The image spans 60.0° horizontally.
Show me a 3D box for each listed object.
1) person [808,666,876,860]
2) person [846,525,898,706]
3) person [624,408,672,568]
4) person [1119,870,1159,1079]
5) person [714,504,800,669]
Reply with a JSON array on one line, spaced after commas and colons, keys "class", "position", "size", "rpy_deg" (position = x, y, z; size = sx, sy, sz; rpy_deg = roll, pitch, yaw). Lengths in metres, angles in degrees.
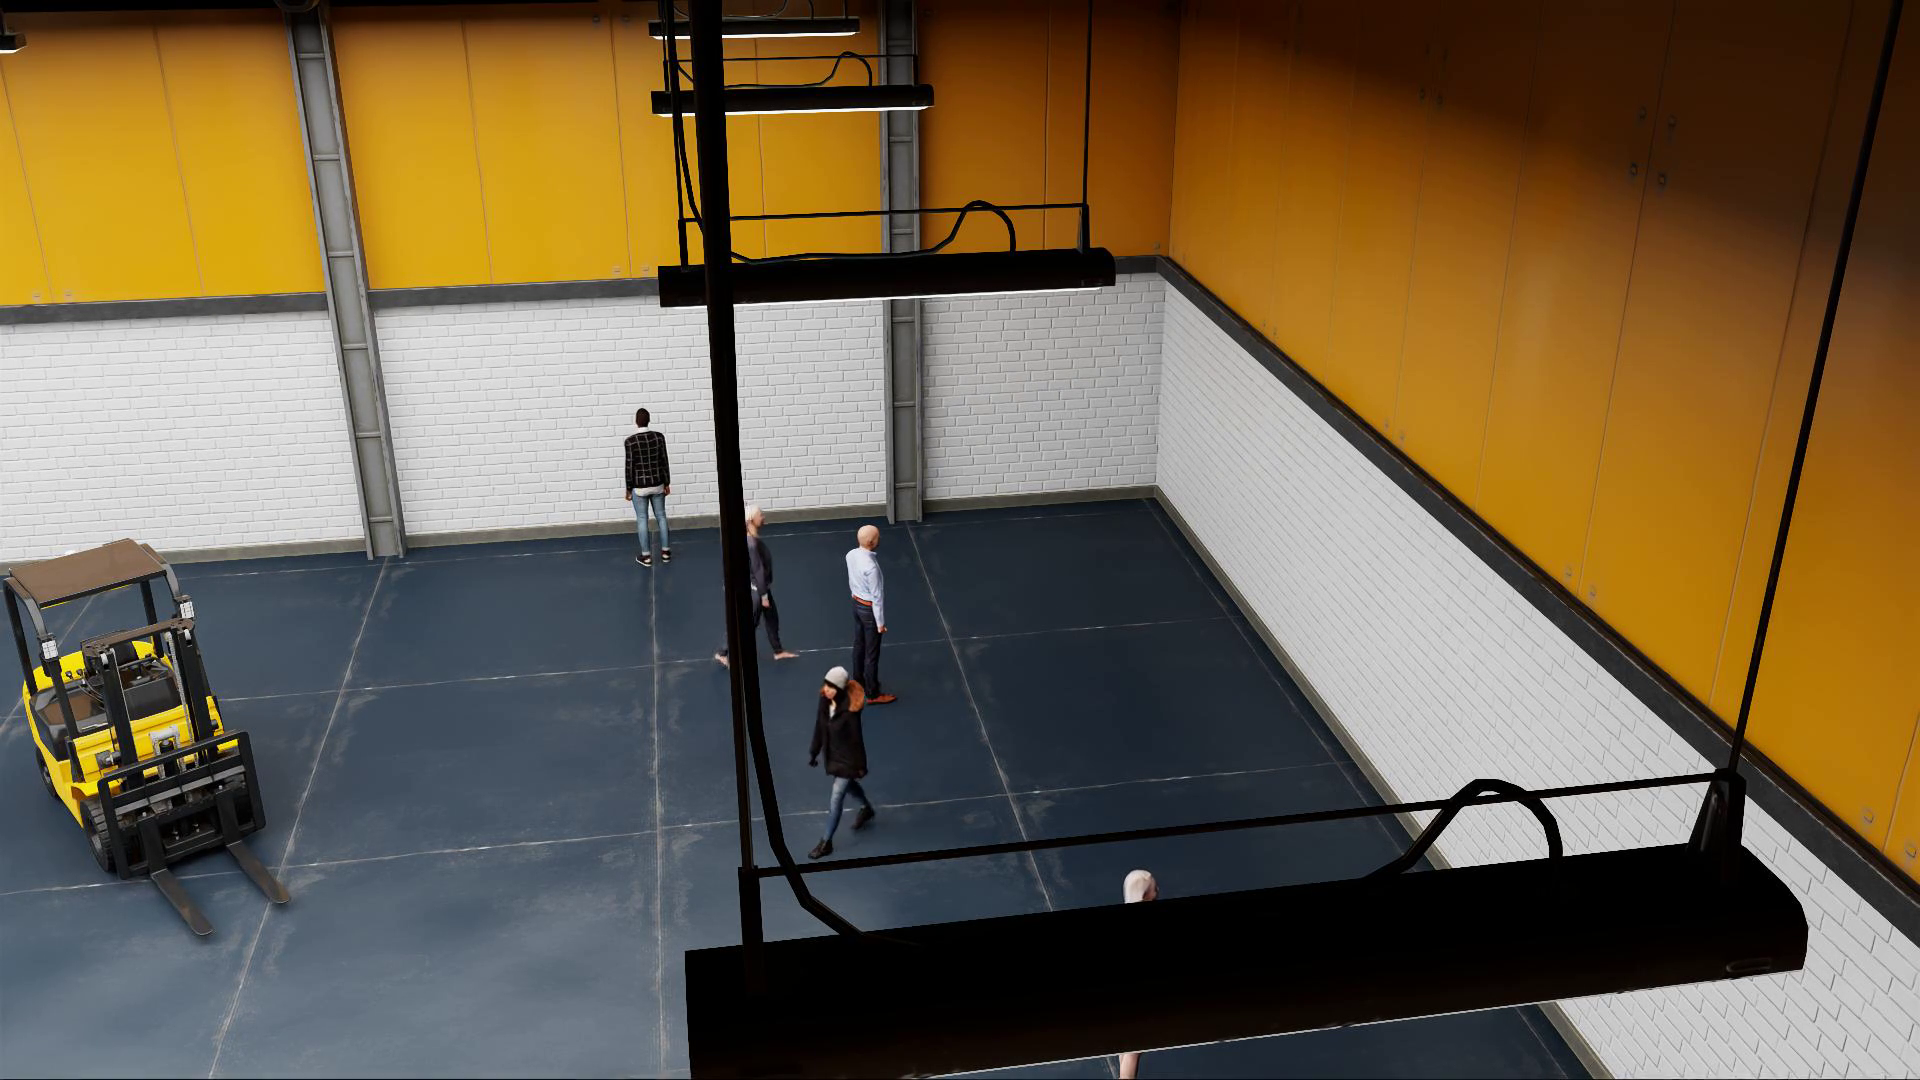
[{"class": "person", "position": [-0.910, 1.740, 13.493], "size": [1.026, 1.596, 1.145], "rpy_deg": [20, 31, 38]}, {"class": "person", "position": [-0.861, 0.687, 15.657], "size": [0.708, 1.791, 0.726], "rpy_deg": [-15, 28, -30]}, {"class": "person", "position": [-3.485, -0.600, 18.567], "size": [0.603, 1.820, 0.796], "rpy_deg": [-12, 26, -26]}, {"class": "person", "position": [1.140, 2.879, 10.600], "size": [0.584, 1.827, 0.626], "rpy_deg": [2, 24, 4]}, {"class": "person", "position": [-2.070, 0.481, 16.250], "size": [1.065, 1.694, 0.622], "rpy_deg": [-5, 24, -11]}]
